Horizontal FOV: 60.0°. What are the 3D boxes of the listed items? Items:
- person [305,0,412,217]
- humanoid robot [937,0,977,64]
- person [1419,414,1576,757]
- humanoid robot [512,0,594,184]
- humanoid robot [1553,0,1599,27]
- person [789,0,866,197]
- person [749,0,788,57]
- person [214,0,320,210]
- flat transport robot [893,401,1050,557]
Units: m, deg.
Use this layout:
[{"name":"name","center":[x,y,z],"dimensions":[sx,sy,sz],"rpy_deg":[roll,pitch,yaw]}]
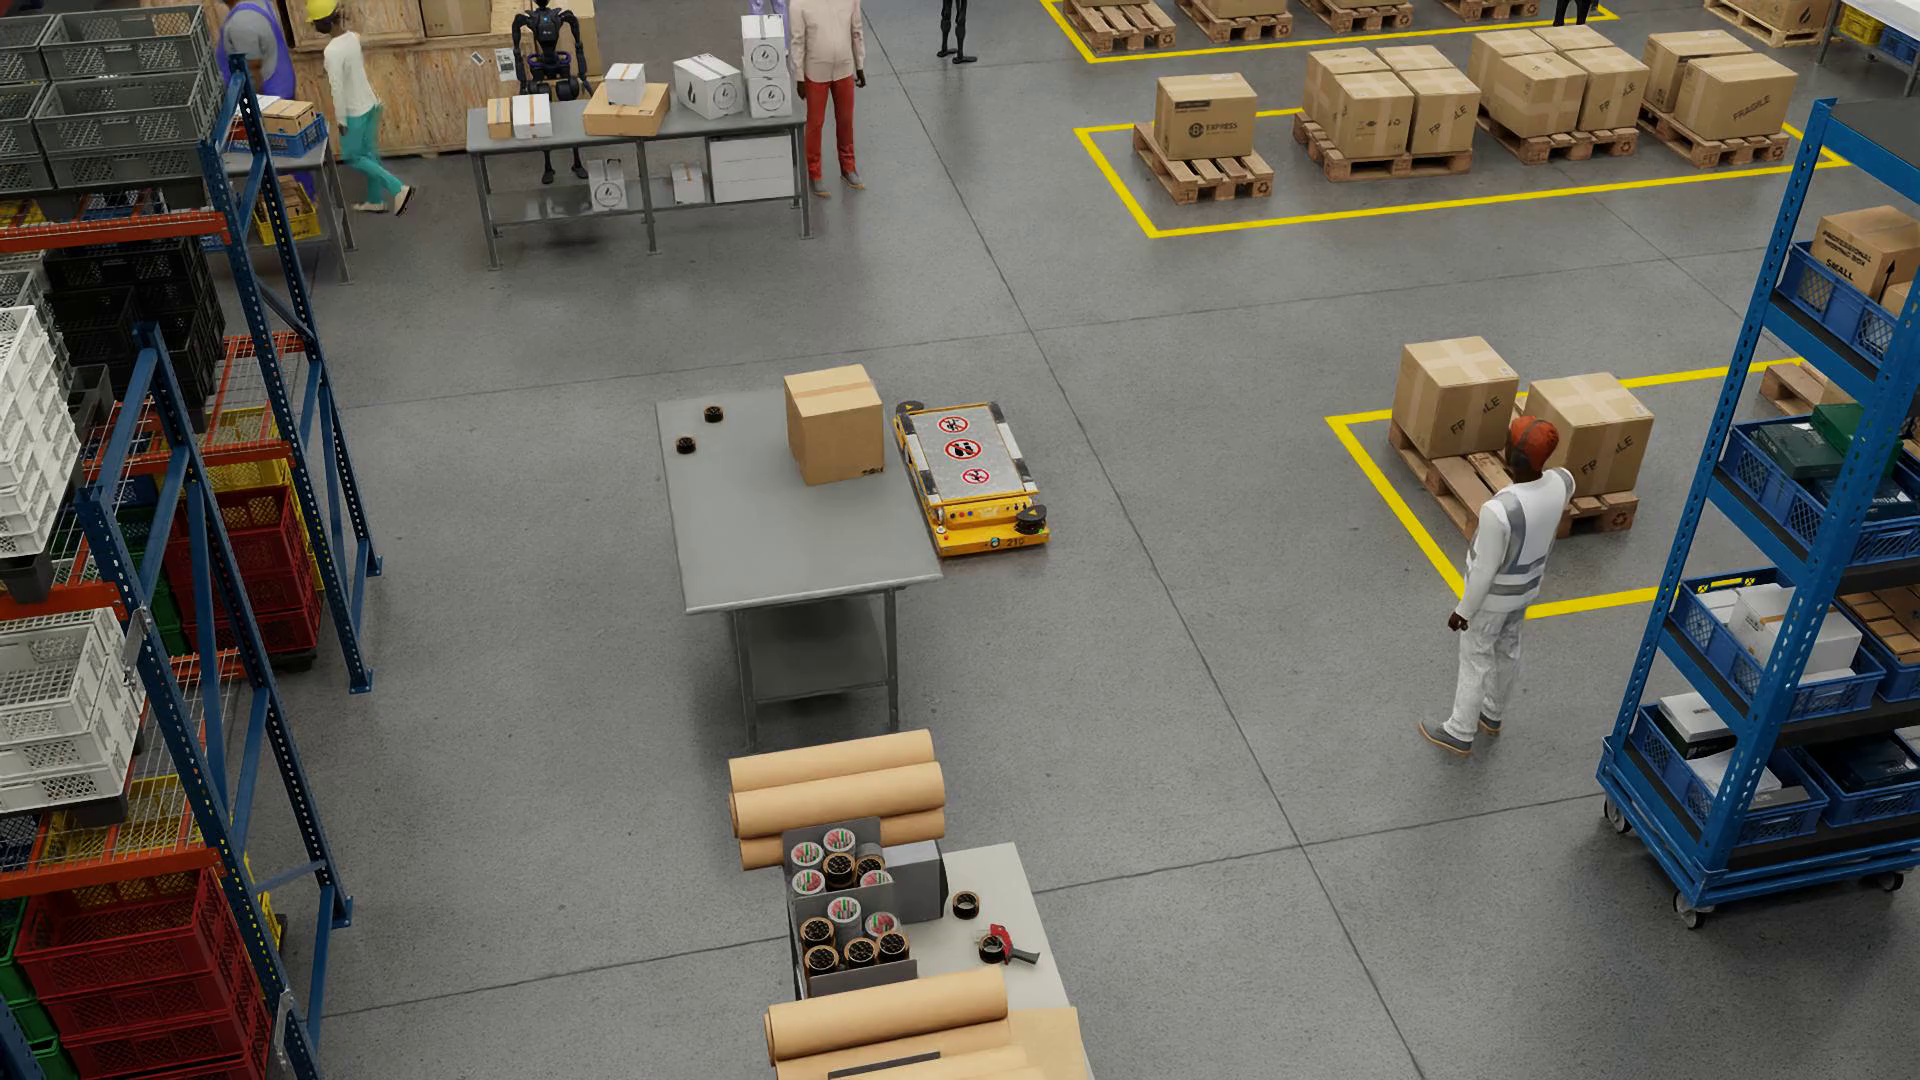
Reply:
[{"name":"person","center":[-4.614,-3.305,12.755],"dimensions":[0.506,1.743,0.573],"rpy_deg":[3,37,3]},{"name":"humanoid robot","center":[-0.037,-5.323,15.515],"dimensions":[0.316,1.657,0.603],"rpy_deg":[-22,42,-27]},{"name":"person","center":[2.556,0.228,7.893],"dimensions":[0.582,1.883,0.347],"rpy_deg":[-24,43,-29]},{"name":"humanoid robot","center":[-3.247,-3.676,13.302],"dimensions":[0.601,1.658,0.324],"rpy_deg":[-12,38,-15]},{"name":"humanoid robot","center":[5.654,-5.116,15.238],"dimensions":[0.327,1.657,0.589],"rpy_deg":[-26,44,-30]},{"name":"person","center":[-1.024,-3.686,13.068],"dimensions":[0.617,1.987,0.395],"rpy_deg":[-18,40,-23]},{"name":"person","center":[-1.866,-5.422,15.452],"dimensions":[0.588,1.926,0.385],"rpy_deg":[-19,41,-24]},{"name":"person","center":[-5.365,-3.469,12.733],"dimensions":[0.540,2.000,0.710],"rpy_deg":[-4,37,-5]},{"name":"flat transport robot","center":[0.046,-0.430,10.108],"dimensions":[0.652,0.197,1.431],"rpy_deg":[-8,37,-10]}]
